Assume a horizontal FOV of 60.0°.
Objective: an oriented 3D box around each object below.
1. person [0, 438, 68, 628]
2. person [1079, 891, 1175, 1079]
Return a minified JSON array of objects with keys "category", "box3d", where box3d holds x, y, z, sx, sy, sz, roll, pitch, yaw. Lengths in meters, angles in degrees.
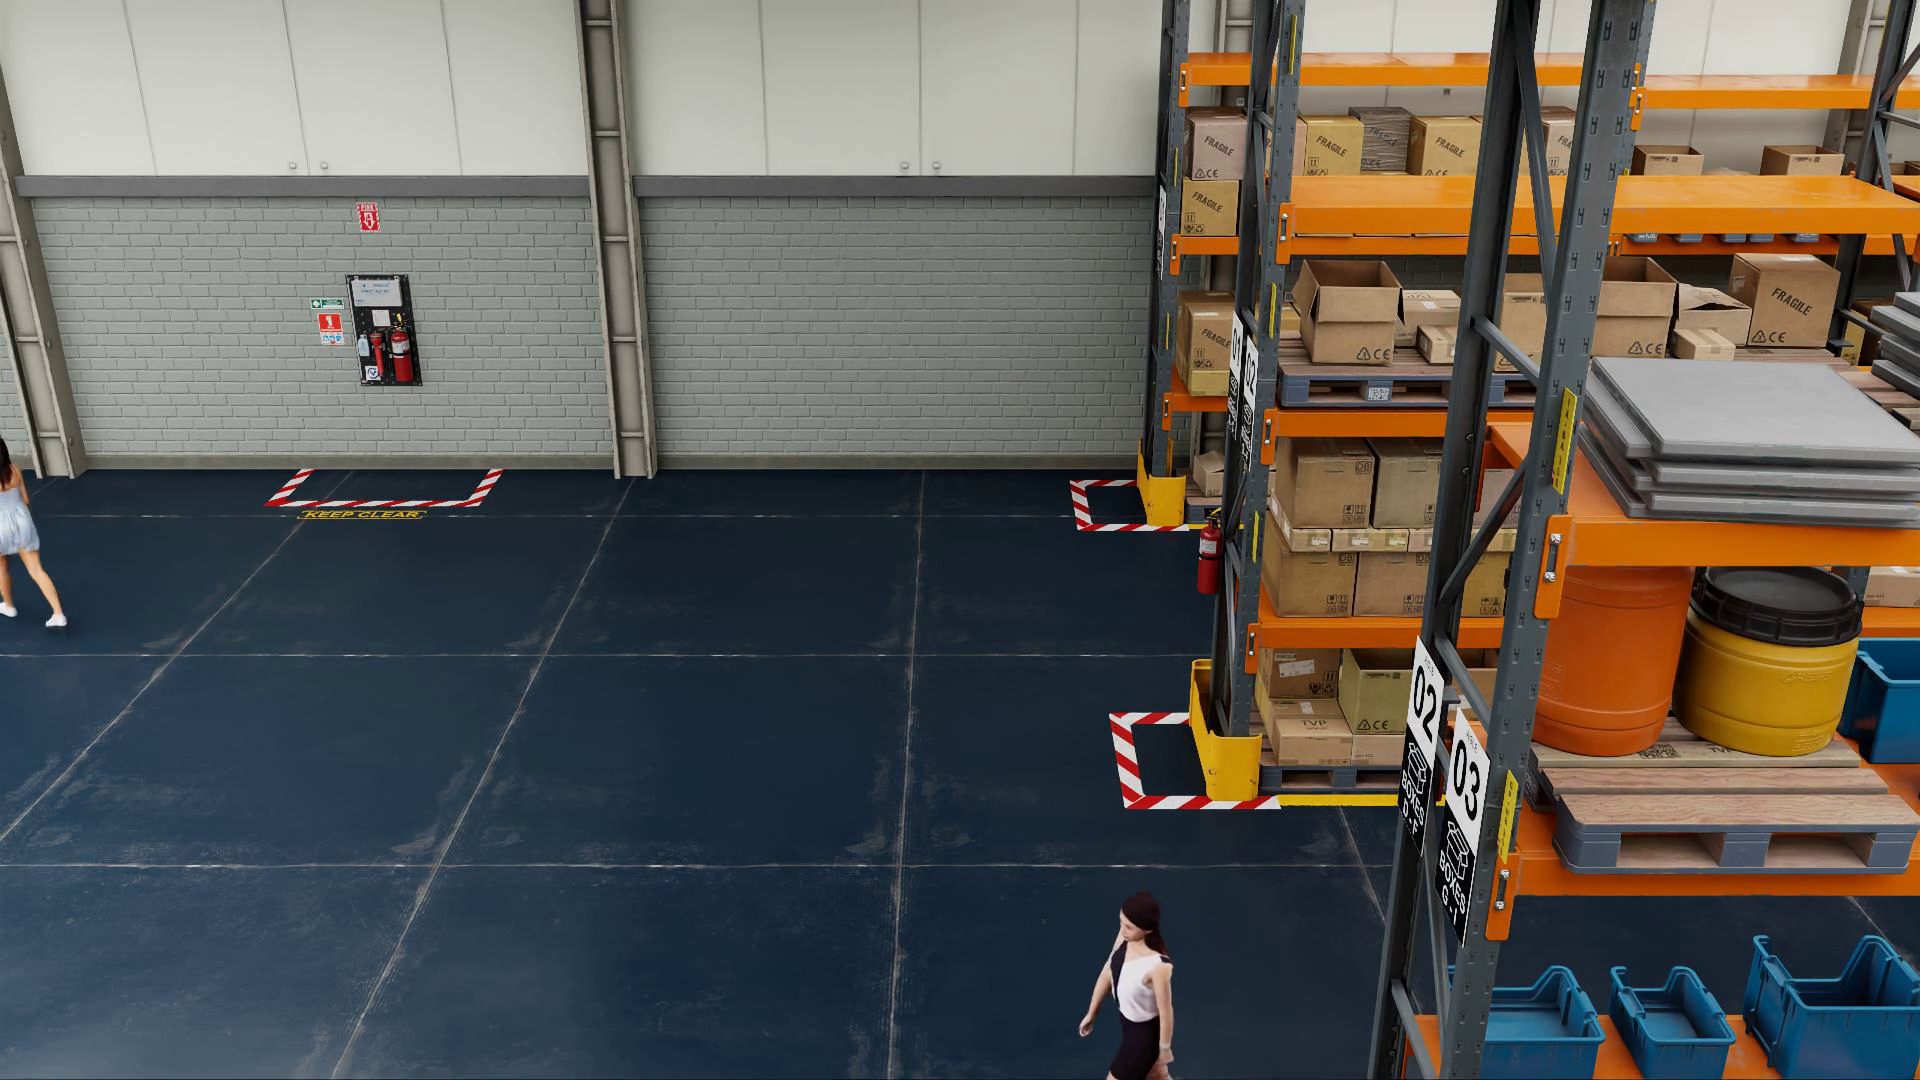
[{"category":"person","box3d":[-7.732,-0.035,13.675,1.214,1.685,0.987,13,26,28]},{"category":"person","box3d":[0.959,2.382,8.080,1.060,1.616,0.801,-9,25,-20]}]
